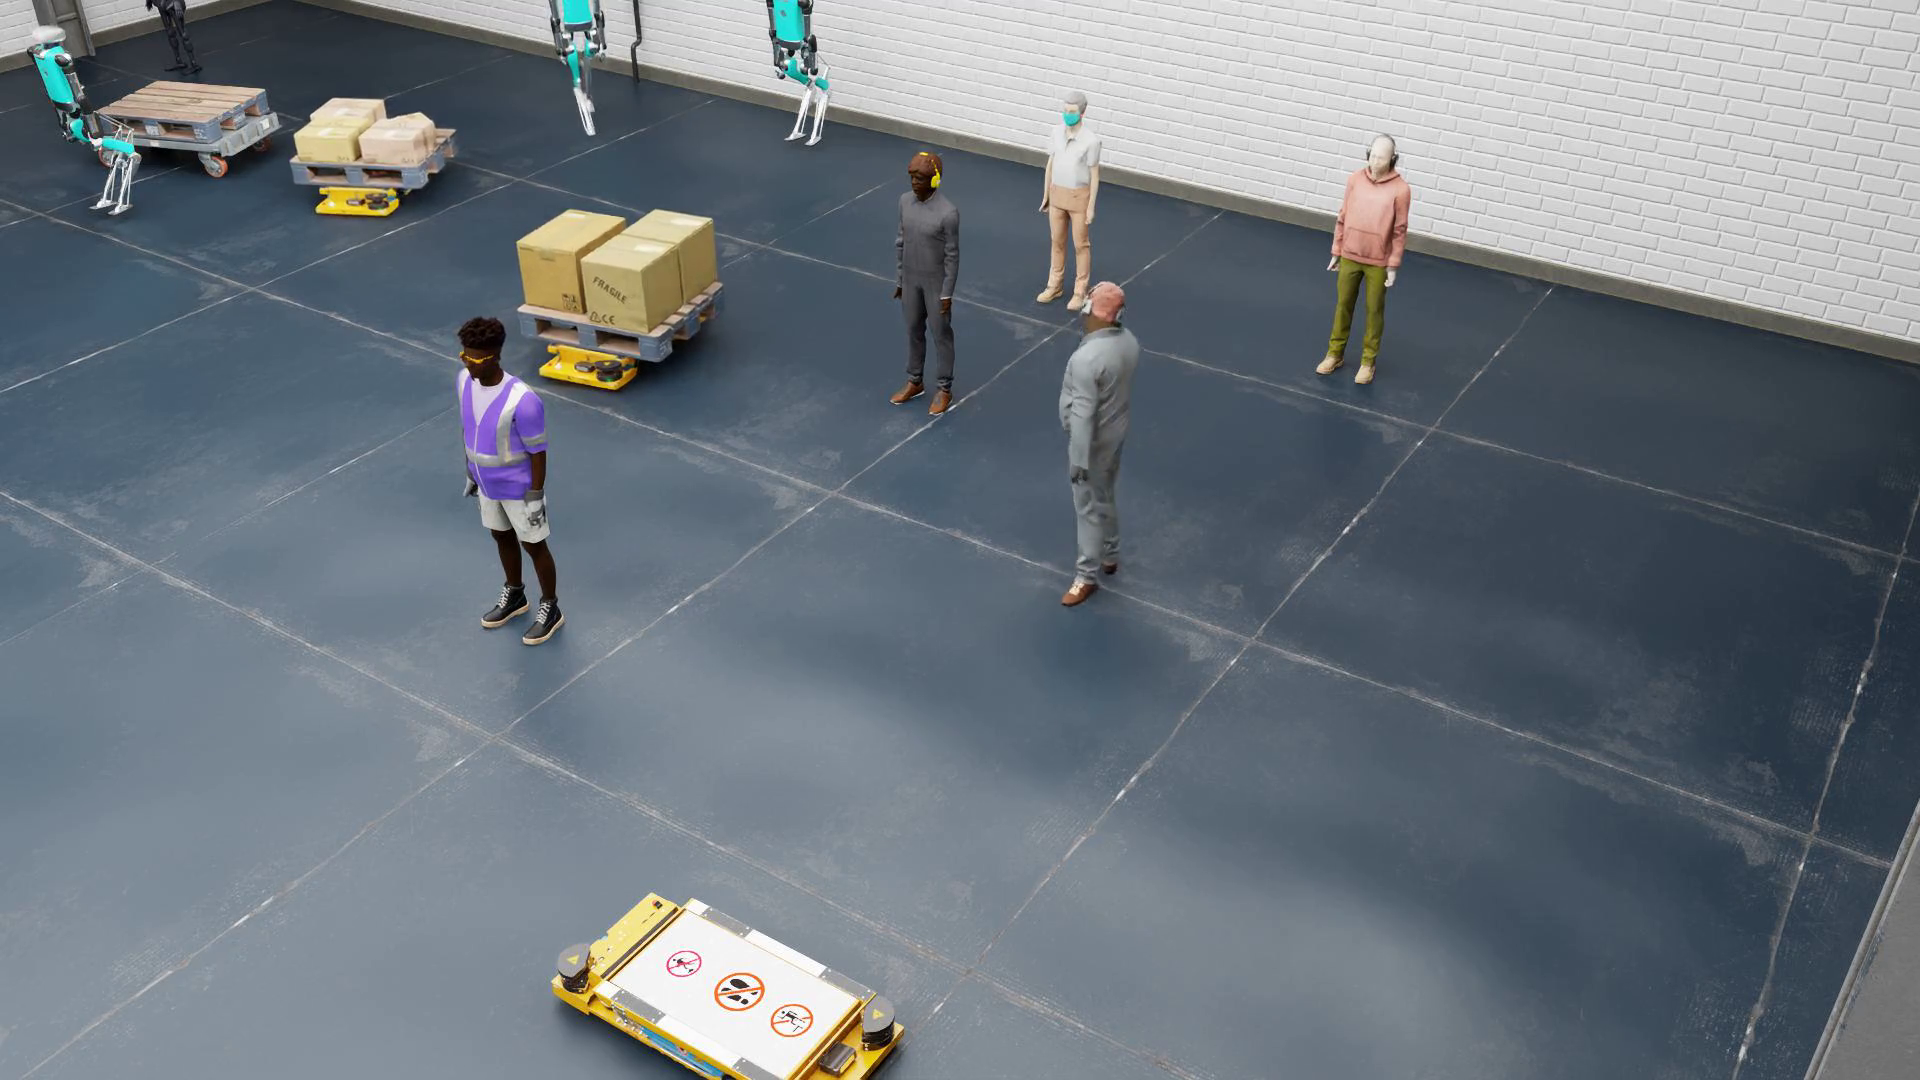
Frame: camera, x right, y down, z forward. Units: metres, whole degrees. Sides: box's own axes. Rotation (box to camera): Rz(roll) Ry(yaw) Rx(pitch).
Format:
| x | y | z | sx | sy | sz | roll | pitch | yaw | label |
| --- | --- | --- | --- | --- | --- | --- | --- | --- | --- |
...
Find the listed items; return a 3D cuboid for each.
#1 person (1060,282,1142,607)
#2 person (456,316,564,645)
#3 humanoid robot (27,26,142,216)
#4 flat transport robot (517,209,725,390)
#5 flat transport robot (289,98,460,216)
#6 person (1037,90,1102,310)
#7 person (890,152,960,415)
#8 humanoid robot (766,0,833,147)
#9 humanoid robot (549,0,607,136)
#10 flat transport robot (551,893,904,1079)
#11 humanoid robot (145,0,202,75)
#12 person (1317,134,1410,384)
| x | y | z | sx | sy | sz | roll | pitch | yaw | label |
| --- | --- | --- | --- | --- | --- | --- | --- | --- | --- |
| 0.747 | -0.549 | 9.645 | 0.397 | 1.864 | 0.773 | 16 | 36 | 23 | person |
| -2.516 | -0.329 | 9.200 | 0.605 | 1.966 | 0.368 | 19 | 37 | 27 | person |
| -7.540 | -3.700 | 14.529 | 0.533 | 1.680 | 0.735 | 19 | 37 | 27 | humanoid robot |
| -2.533 | -1.565 | 12.691 | 0.659 | 0.231 | 1.431 | 12 | 35 | 18 | flat transport robot |
| -5.391 | -3.362 | 15.488 | 0.659 | 0.231 | 1.431 | 3 | 33 | 5 | flat transport robot |
| 0.858 | -2.667 | 13.036 | 0.473 | 1.750 | 0.320 | 19 | 37 | 27 | person |
| -0.238 | -1.778 | 11.540 | 0.494 | 1.875 | 0.356 | 19 | 37 | 27 | person |
| -1.474 | -4.677 | 16.053 | 0.533 | 1.677 | 0.735 | 19 | 37 | 27 | humanoid robot |
| -3.873 | -5.052 | 16.820 | 0.534 | 1.781 | 1.047 | -11 | 34 | -16 | humanoid robot |
| -1.012 | 1.990 | 7.159 | 1.431 | 0.231 | 0.659 | 19 | 37 | 27 | flat transport robot |
| -8.704 | -5.961 | 18.215 | 0.599 | 1.659 | 0.315 | 19 | 37 | 27 | humanoid robot |
| 2.923 | -2.026 | 11.959 | 0.520 | 1.837 | 0.378 | 19 | 37 | 27 | person |
